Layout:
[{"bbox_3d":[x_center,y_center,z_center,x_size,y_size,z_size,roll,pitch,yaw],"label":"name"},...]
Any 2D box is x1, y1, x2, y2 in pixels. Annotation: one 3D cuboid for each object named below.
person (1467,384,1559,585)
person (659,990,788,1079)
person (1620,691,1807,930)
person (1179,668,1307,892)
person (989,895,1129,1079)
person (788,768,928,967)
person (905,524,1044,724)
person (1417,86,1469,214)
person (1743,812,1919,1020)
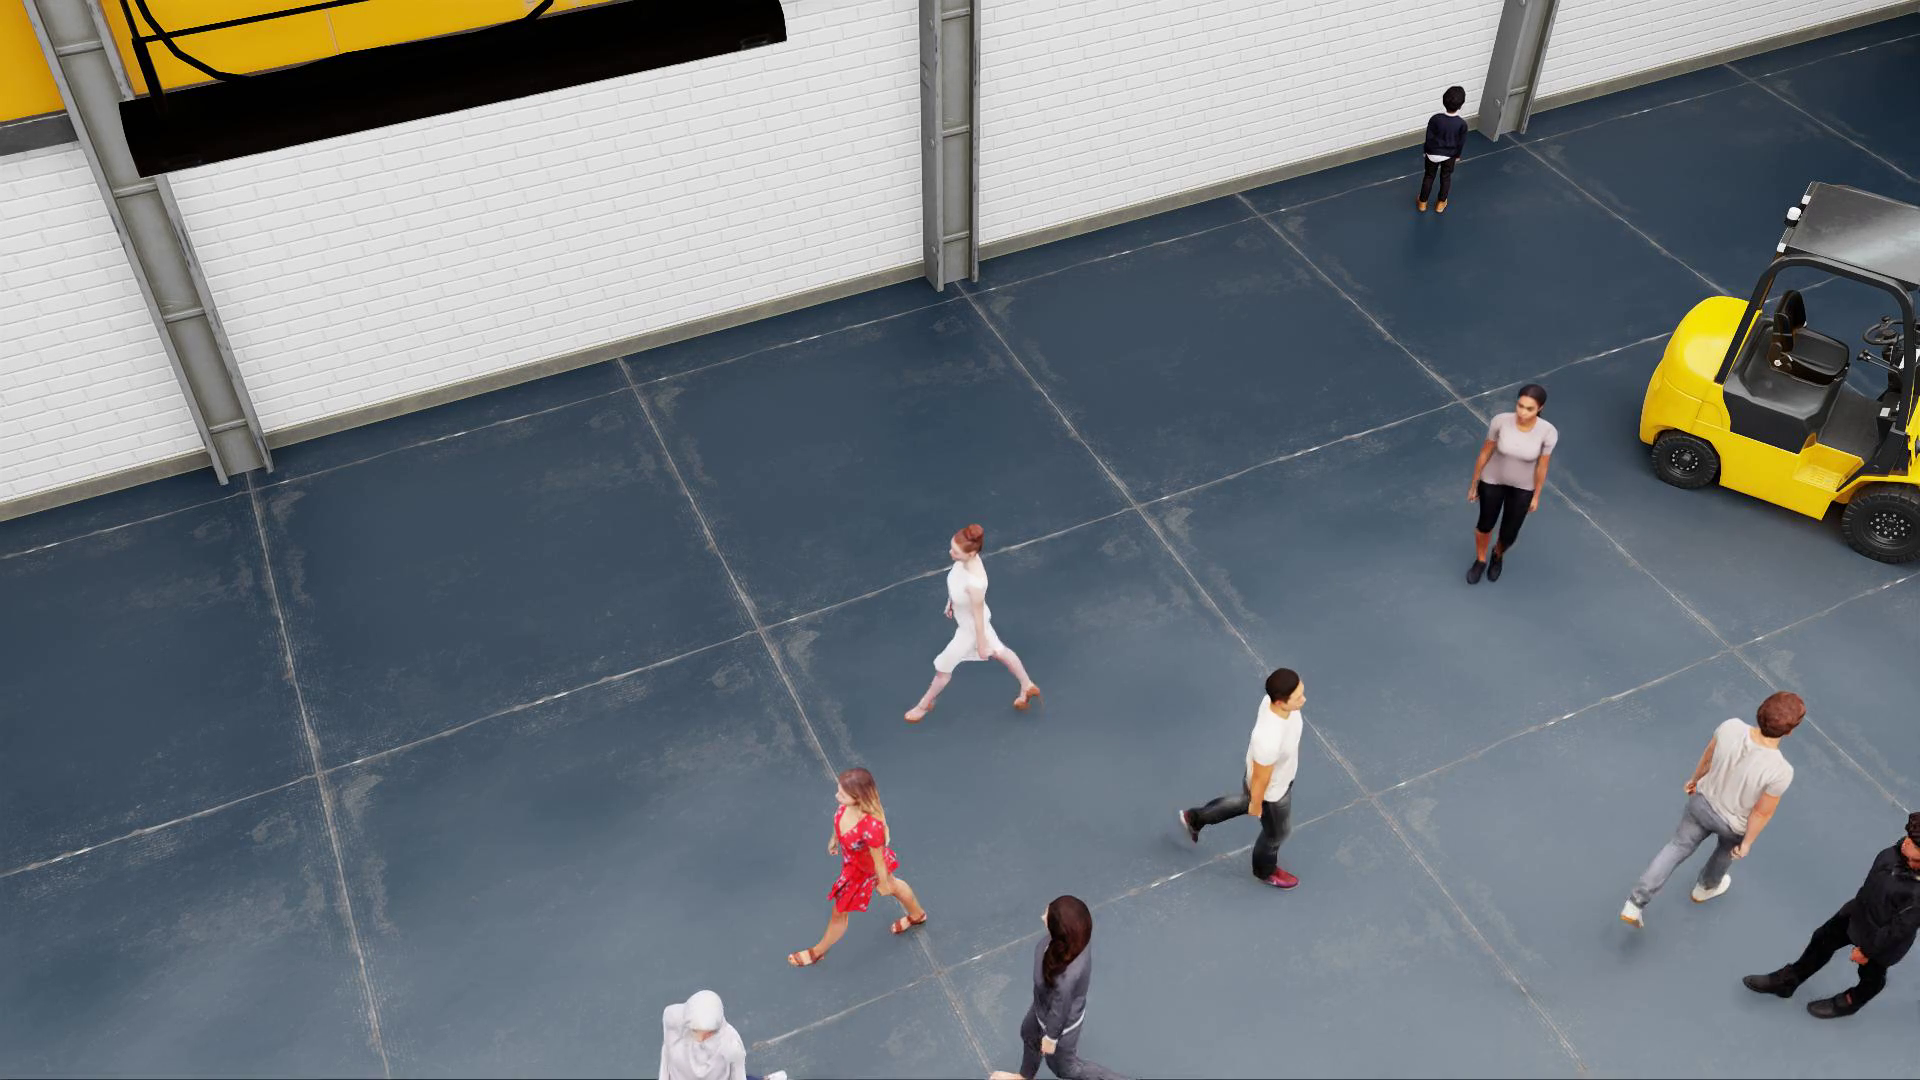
[{"bbox_3d":[3.774,-0.413,11.403,0.744,1.736,0.790,20,47,19],"label":"person"},{"bbox_3d":[-1.182,2.631,8.207,0.951,1.737,1.174,31,52,29],"label":"person"},{"bbox_3d":[4.187,1.543,9.255,1.189,1.867,0.782,-25,49,-24],"label":"person"},{"bbox_3d":[1.688,1.333,9.536,1.104,1.783,1.014,12,45,12],"label":"person"},{"bbox_3d":[0.592,2.390,8.453,1.138,1.745,0.917,2,44,2],"label":"person"},{"bbox_3d":[-0.446,1.782,9.238,1.084,1.543,0.637,-14,45,-15],"label":"person"},{"bbox_3d":[0.175,0.554,10.386,1.200,1.737,0.829,-5,44,-5],"label":"person"},{"bbox_3d":[4.371,-3.540,15.054,0.573,1.226,0.645,10,45,10],"label":"person"},{"bbox_3d":[4.963,2.033,8.821,0.984,1.756,0.868,3,44,3],"label":"person"}]
